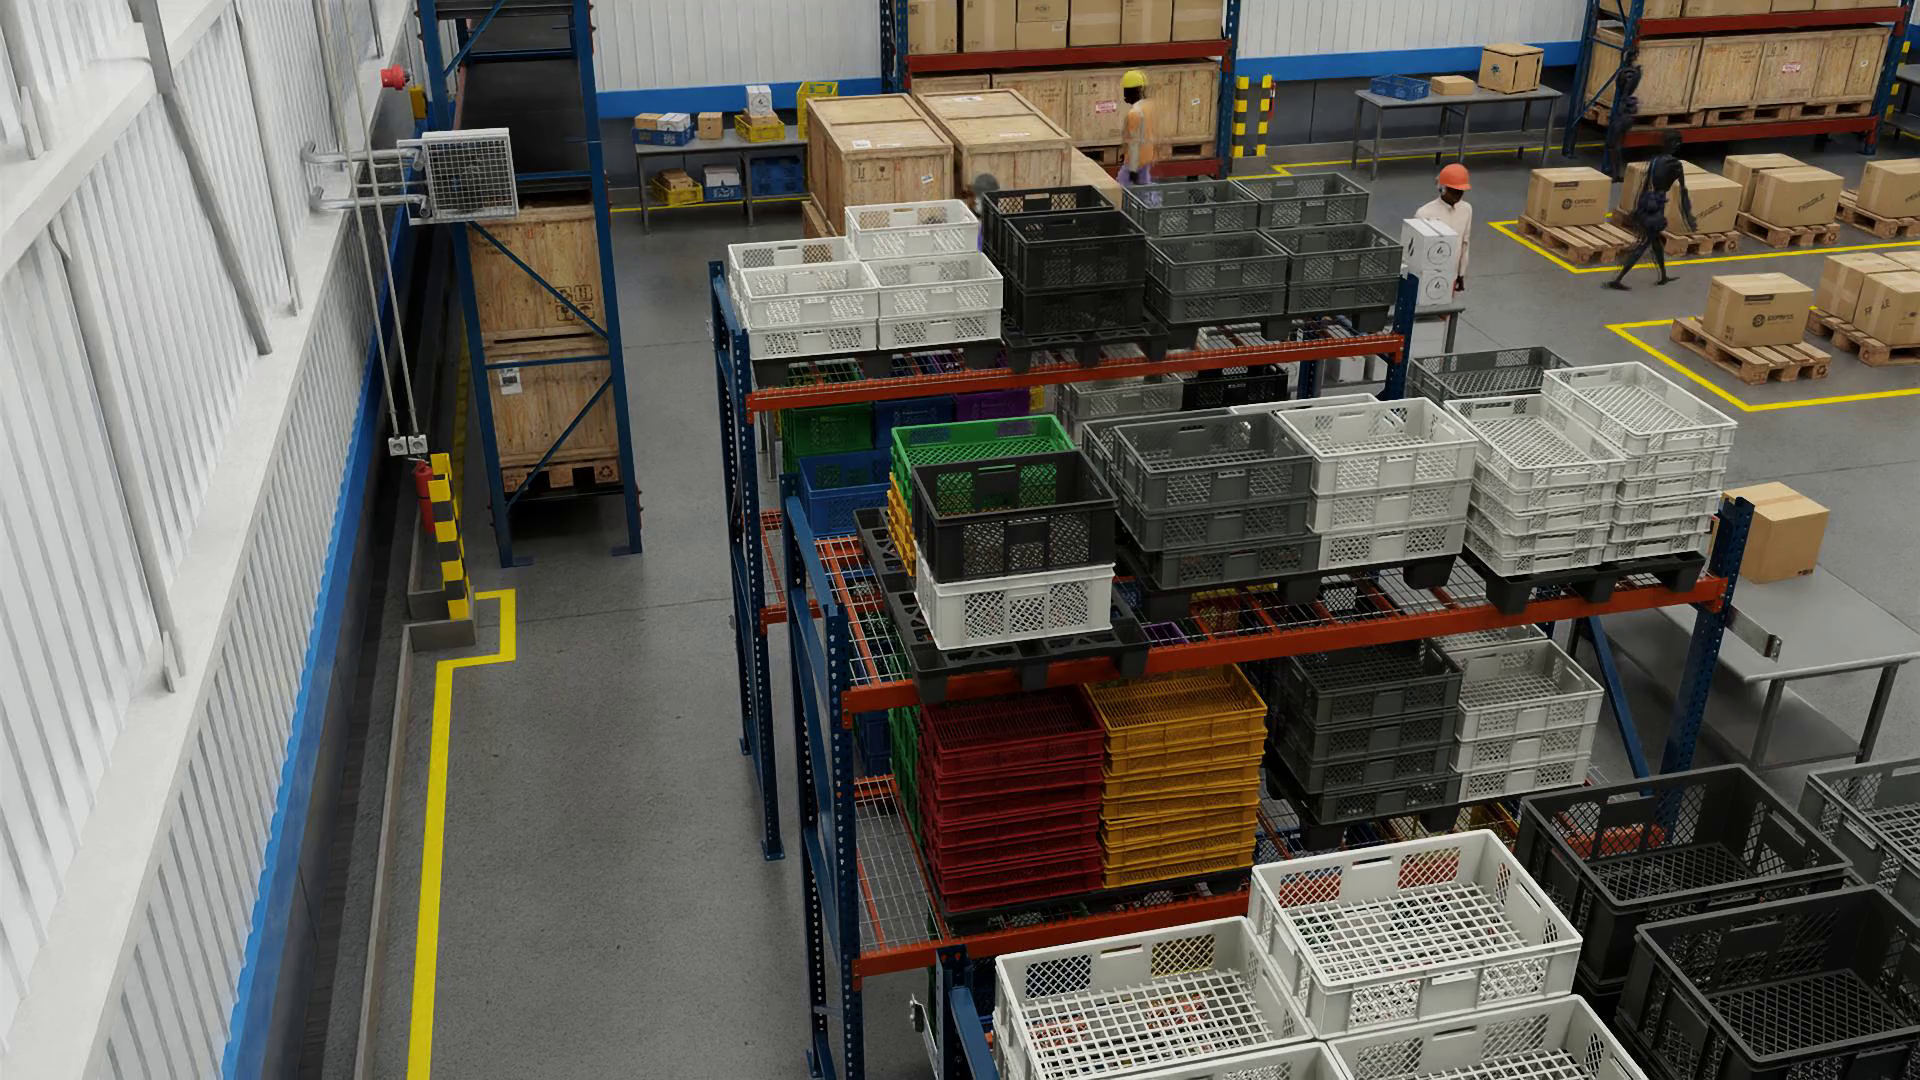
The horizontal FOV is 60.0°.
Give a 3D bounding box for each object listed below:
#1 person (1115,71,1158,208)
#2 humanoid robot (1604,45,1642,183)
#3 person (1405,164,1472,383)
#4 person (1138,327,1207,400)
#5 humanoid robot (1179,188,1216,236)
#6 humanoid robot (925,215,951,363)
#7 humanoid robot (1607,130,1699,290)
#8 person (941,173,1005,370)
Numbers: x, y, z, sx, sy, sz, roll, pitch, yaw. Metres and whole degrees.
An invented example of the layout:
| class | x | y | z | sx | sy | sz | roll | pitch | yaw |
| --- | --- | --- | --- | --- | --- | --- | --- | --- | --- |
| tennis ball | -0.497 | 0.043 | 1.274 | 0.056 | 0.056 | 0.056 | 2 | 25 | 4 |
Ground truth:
| class | x | y | z | sx | sy | sz | roll | pitch | yaw |
| --- | --- | --- | --- | --- | --- | --- | --- | --- | --- |
| person | 1.838 | -4.218 | 18.329 | 0.995 | 1.872 | 0.591 | 13 | 31 | 24 |
| humanoid robot | 8.166 | -5.258 | 20.509 | 0.349 | 1.651 | 0.645 | 7 | 29 | 14 |
| person | 4.198 | -2.328 | 14.623 | 0.614 | 1.986 | 0.399 | -12 | 30 | -21 |
| person | 1.606 | -1.128 | 12.601 | 0.543 | 1.746 | 0.361 | 19 | 33 | 32 |
| humanoid robot | 2.070 | -2.339 | 14.956 | 0.585 | 1.660 | 0.331 | -10 | 29 | -18 |
| humanoid robot | -0.212 | -1.976 | 14.286 | 0.598 | 1.665 | 0.329 | -11 | 30 | -20 |
| humanoid robot | 7.090 | -3.342 | 16.938 | 0.820 | 1.614 | 0.601 | 0 | 28 | 0 |
| person | 0.113 | -2.191 | 14.306 | 0.719 | 2.000 | 0.535 | 13 | 30 | 23 |
